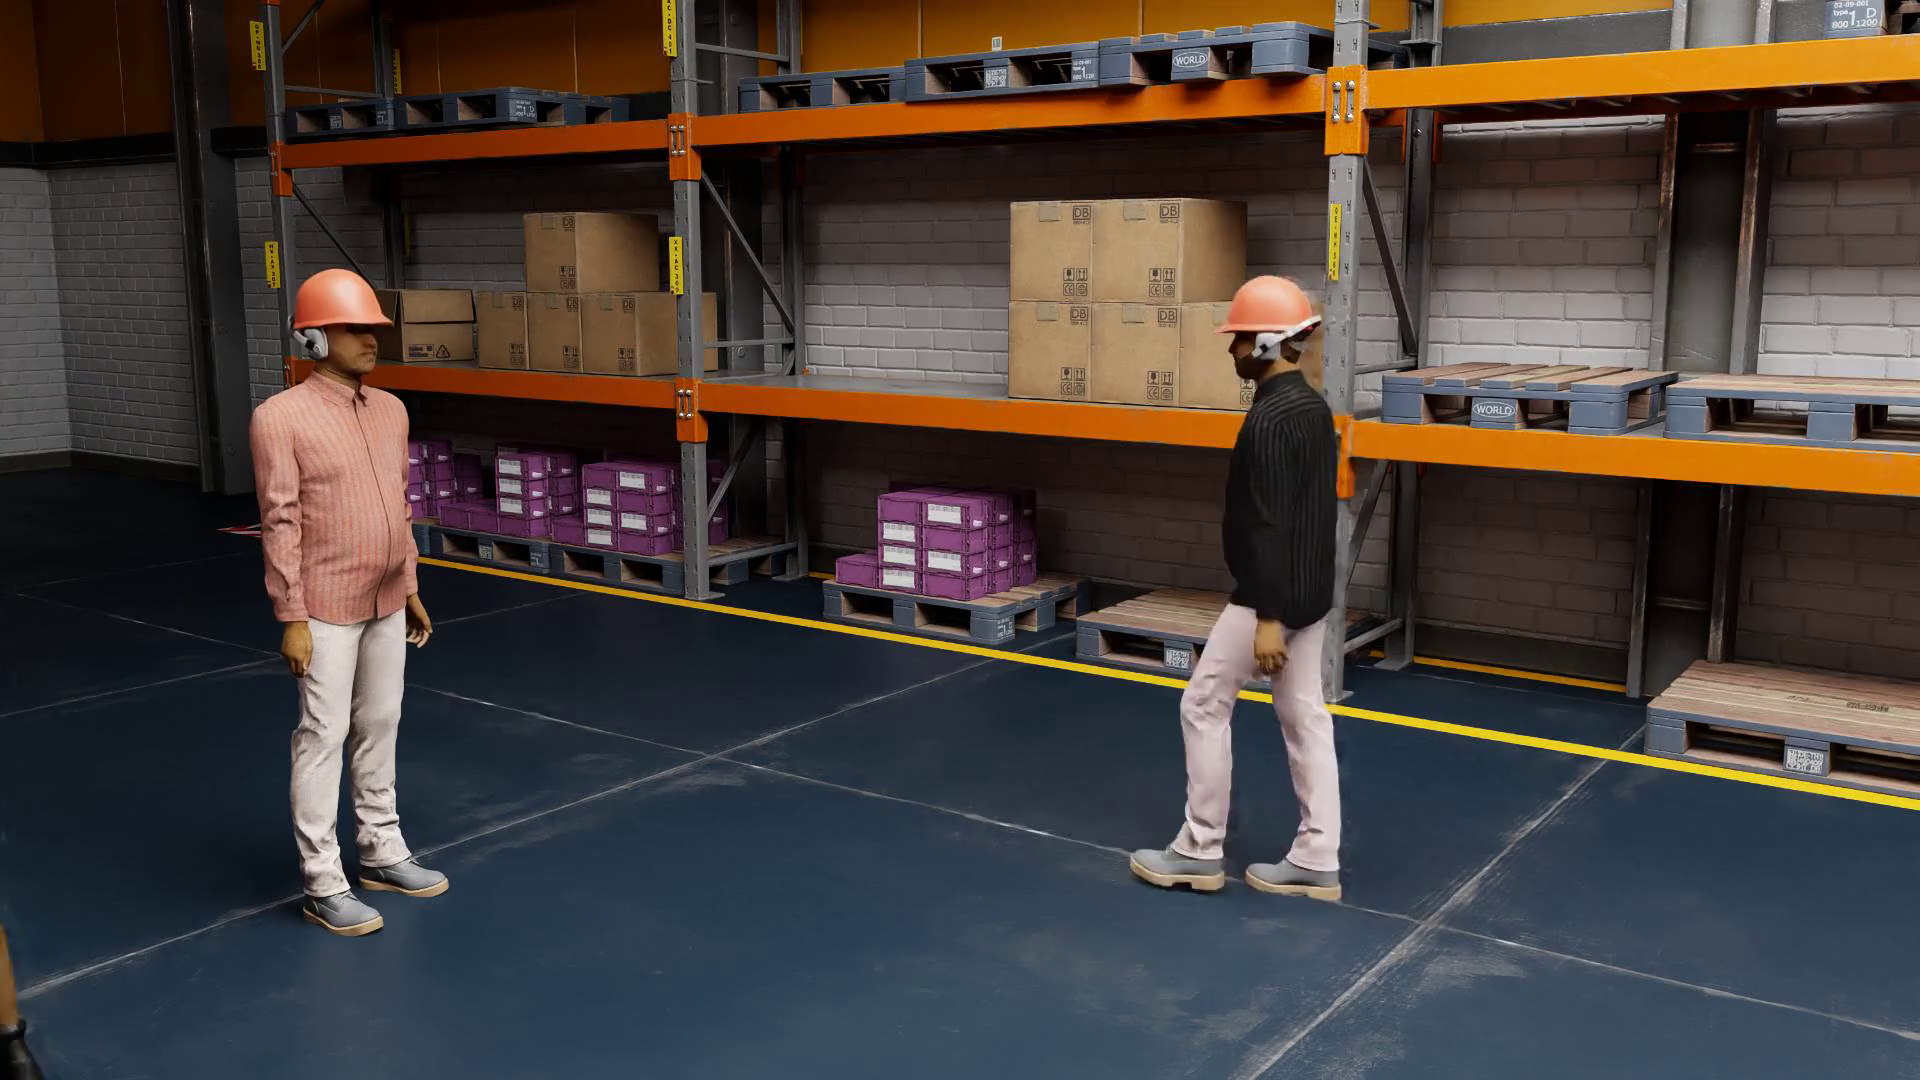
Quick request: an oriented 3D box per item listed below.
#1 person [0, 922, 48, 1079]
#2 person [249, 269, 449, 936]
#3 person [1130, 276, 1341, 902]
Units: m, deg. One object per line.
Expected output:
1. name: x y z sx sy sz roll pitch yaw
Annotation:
1. person: -2.645 0.439 3.912 1.056 1.880 0.545 4 10 22
2. person: -1.862 0.181 5.091 0.375 1.997 0.612 3 10 20
3. person: 0.885 0.160 5.282 0.799 1.967 0.660 5 11 28
